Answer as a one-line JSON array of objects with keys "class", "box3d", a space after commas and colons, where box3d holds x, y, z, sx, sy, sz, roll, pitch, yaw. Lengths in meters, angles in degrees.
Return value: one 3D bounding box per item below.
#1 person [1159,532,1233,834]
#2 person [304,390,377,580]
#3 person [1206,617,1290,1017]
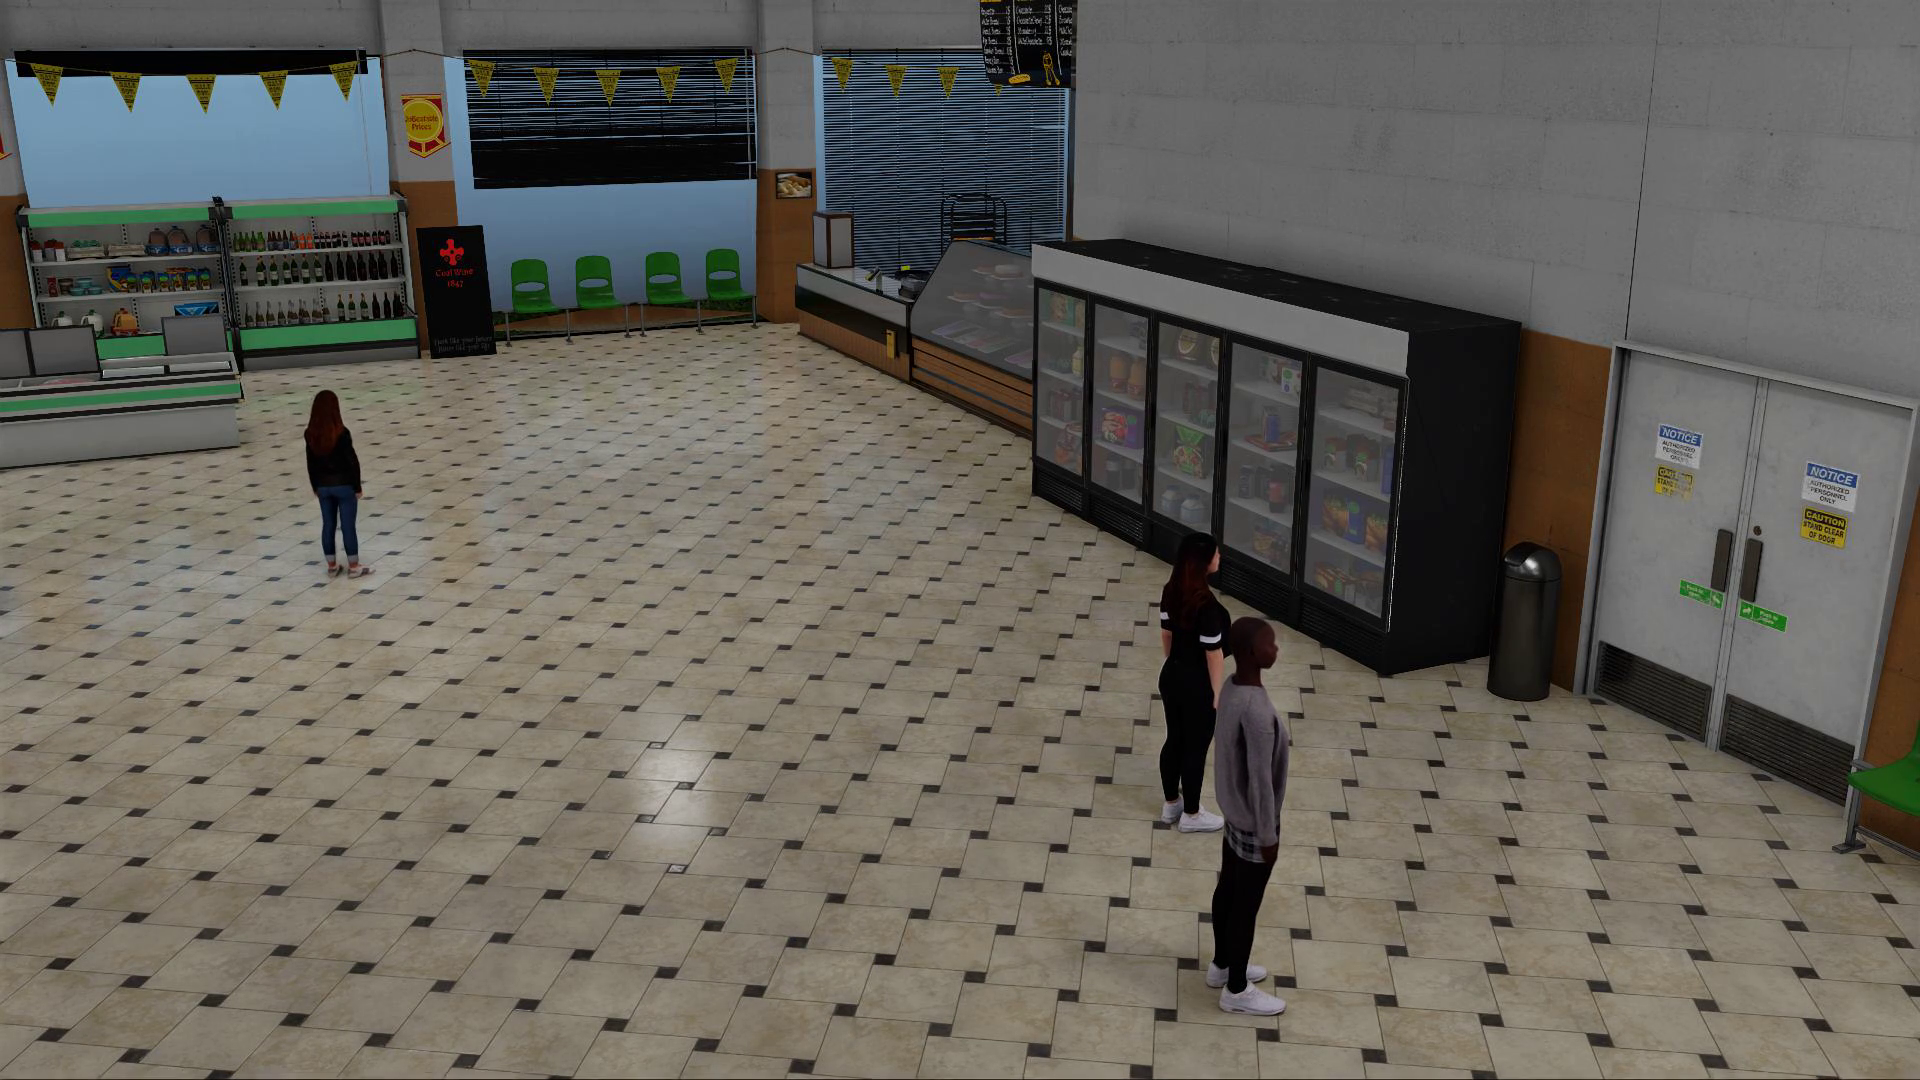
[{"class": "person", "box3d": [1.216, 0.743, 8.749, 0.594, 1.639, 0.617, -9, 19, -28]}, {"class": "person", "box3d": [-4.845, -0.432, 12.888, 0.602, 1.483, 0.698, 3, 17, 9]}, {"class": "person", "box3d": [1.219, 1.167, 7.125, 0.647, 1.772, 0.677, -2, 17, -6]}]
